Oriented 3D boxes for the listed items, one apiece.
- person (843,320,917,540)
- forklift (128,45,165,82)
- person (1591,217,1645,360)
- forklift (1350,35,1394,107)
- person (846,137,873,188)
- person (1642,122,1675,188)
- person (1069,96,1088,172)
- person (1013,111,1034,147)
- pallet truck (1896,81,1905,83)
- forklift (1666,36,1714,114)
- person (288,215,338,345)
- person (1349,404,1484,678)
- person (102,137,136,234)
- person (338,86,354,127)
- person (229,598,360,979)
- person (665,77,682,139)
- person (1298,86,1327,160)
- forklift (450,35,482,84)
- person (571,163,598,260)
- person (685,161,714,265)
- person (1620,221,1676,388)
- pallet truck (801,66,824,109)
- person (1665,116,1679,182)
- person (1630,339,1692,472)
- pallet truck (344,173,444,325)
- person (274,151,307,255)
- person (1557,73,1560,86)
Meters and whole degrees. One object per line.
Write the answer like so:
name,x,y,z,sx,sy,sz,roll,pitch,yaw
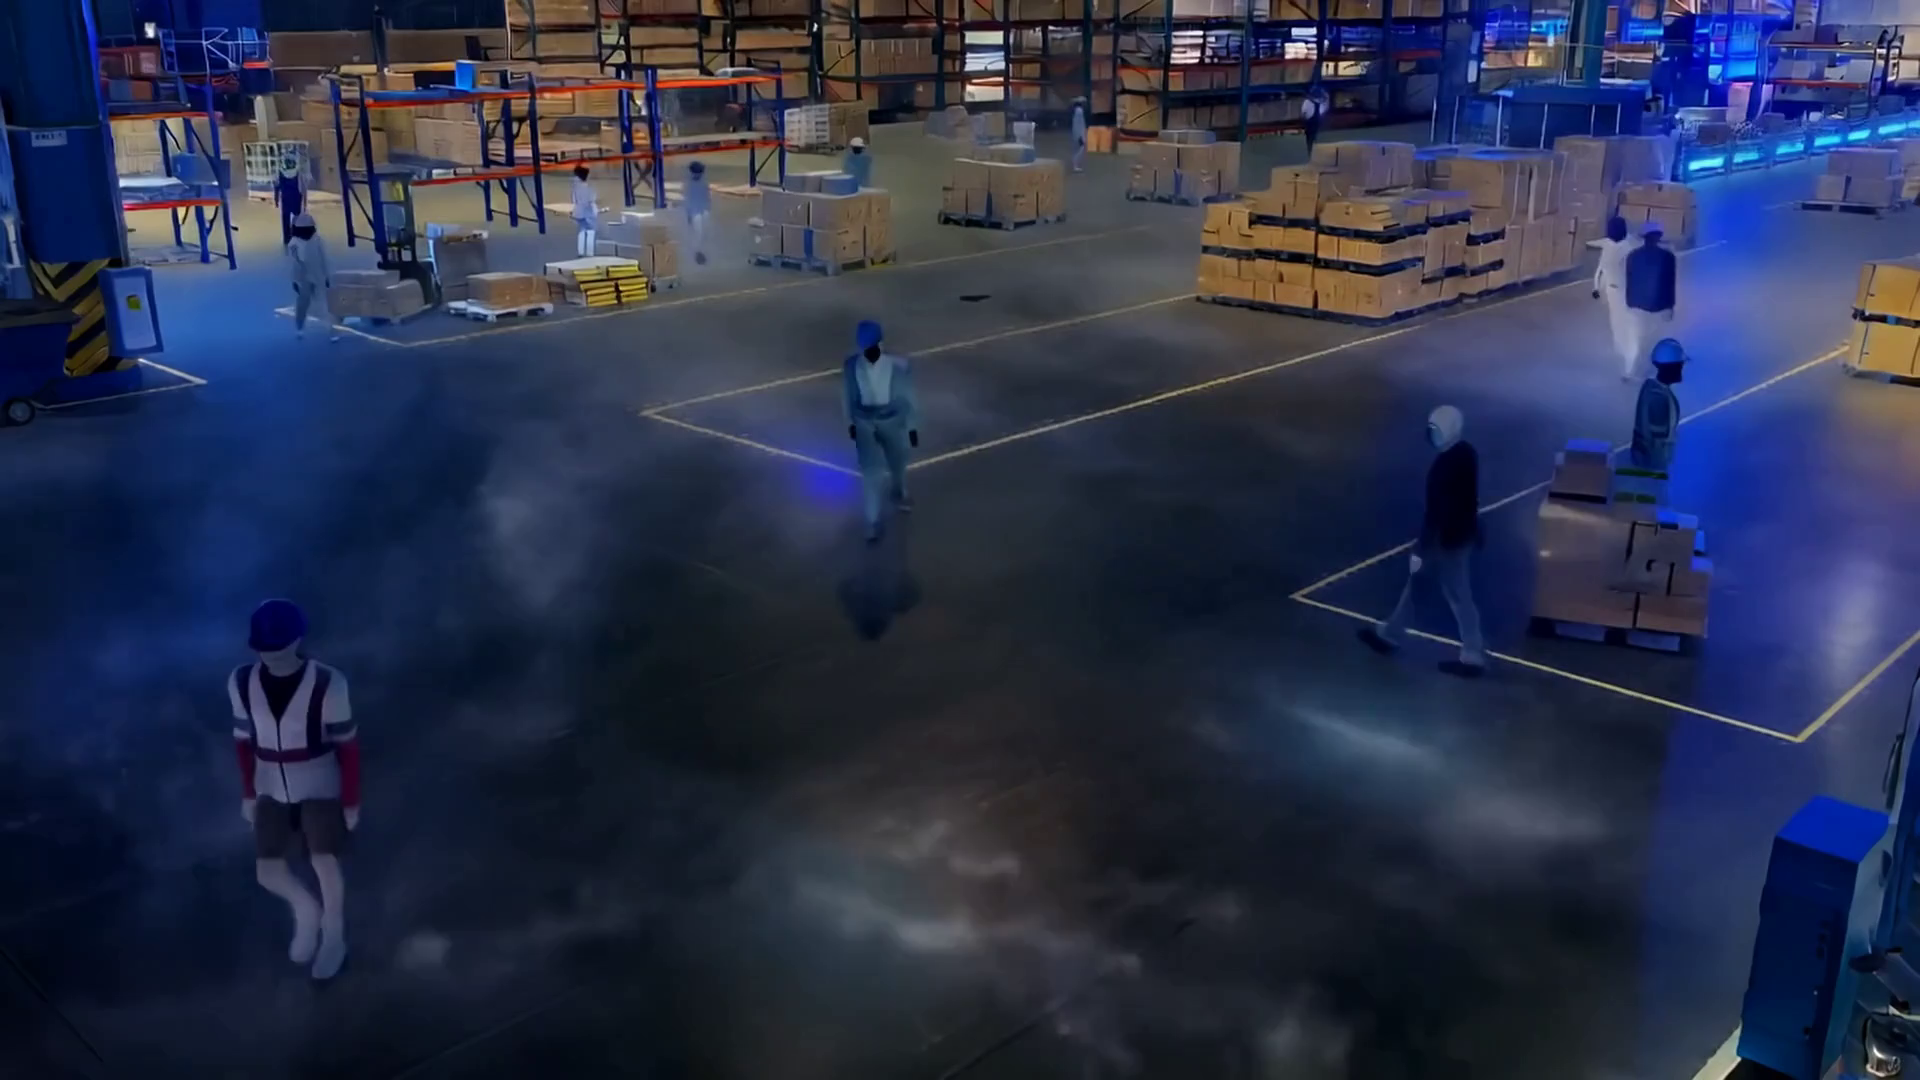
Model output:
person,-0.685,-1.036,14.465,0.630,1.894,0.996,0,18,1
forklift,-25.619,-14.248,52.709,1.873,2.768,1.129,13,22,34
person,8.368,-3.192,21.101,0.623,1.794,0.653,-7,20,-21
forklift,15.928,-17.685,63.064,1.873,2.768,1.129,-9,20,-25
person,-1.925,-6.593,31.183,0.608,1.893,0.781,-10,21,-27
person,15.220,-8.206,36.238,0.577,1.783,0.849,-17,25,-41
person,3.084,-10.412,42.654,0.403,1.917,0.564,1,18,2
person,1.560,-9.718,40.980,0.535,1.653,0.856,3,19,8
pallet truck,34.802,-16.331,61.455,0.653,1.274,1.630,17,25,41
forklift,27.341,-17.291,61.877,1.129,2.768,1.873,17,25,41
person,-8.673,-3.482,22.115,0.900,1.700,0.500,17,25,42
person,3.182,-0.003,11.336,1.008,1.887,0.642,7,20,21
person,-16.286,-6.680,31.475,1.050,1.878,0.665,-2,18,-7
person,-17.543,-12.015,47.556,0.599,1.874,0.979,-16,24,-40
person,-3.091,1.166,7.762,0.576,1.919,0.415,0,18,0
person,-8.935,-13.468,51.888,0.363,1.931,0.812,2,18,5
person,9.566,-11.372,45.358,0.701,2.000,1.004,-6,19,-18
forklift,-18.327,-17.607,62.830,1.873,2.768,1.129,-11,21,-29
person,-6.386,-5.565,28.398,0.535,1.697,0.318,12,22,32
person,-4.426,-5.560,28.294,0.367,1.750,0.542,15,24,38
person,8.167,-2.787,19.676,0.677,1.917,1.001,15,24,38
pallet truck,-4.812,-15.182,56.903,0.823,1.965,1.885,-9,21,-26
person,15.592,-8.411,36.721,0.521,1.860,0.328,-14,23,-35
person,5.507,-0.641,13.197,0.357,1.930,0.591,5,19,14
pallet truck,-8.209,-4.181,23.757,0.823,1.965,1.885,3,19,9
person,-11.802,-5.932,29.322,0.544,1.811,0.779,-4,19,-13
person,22.040,-16.389,60.705,1.009,1.883,0.654,-2,19,-7
